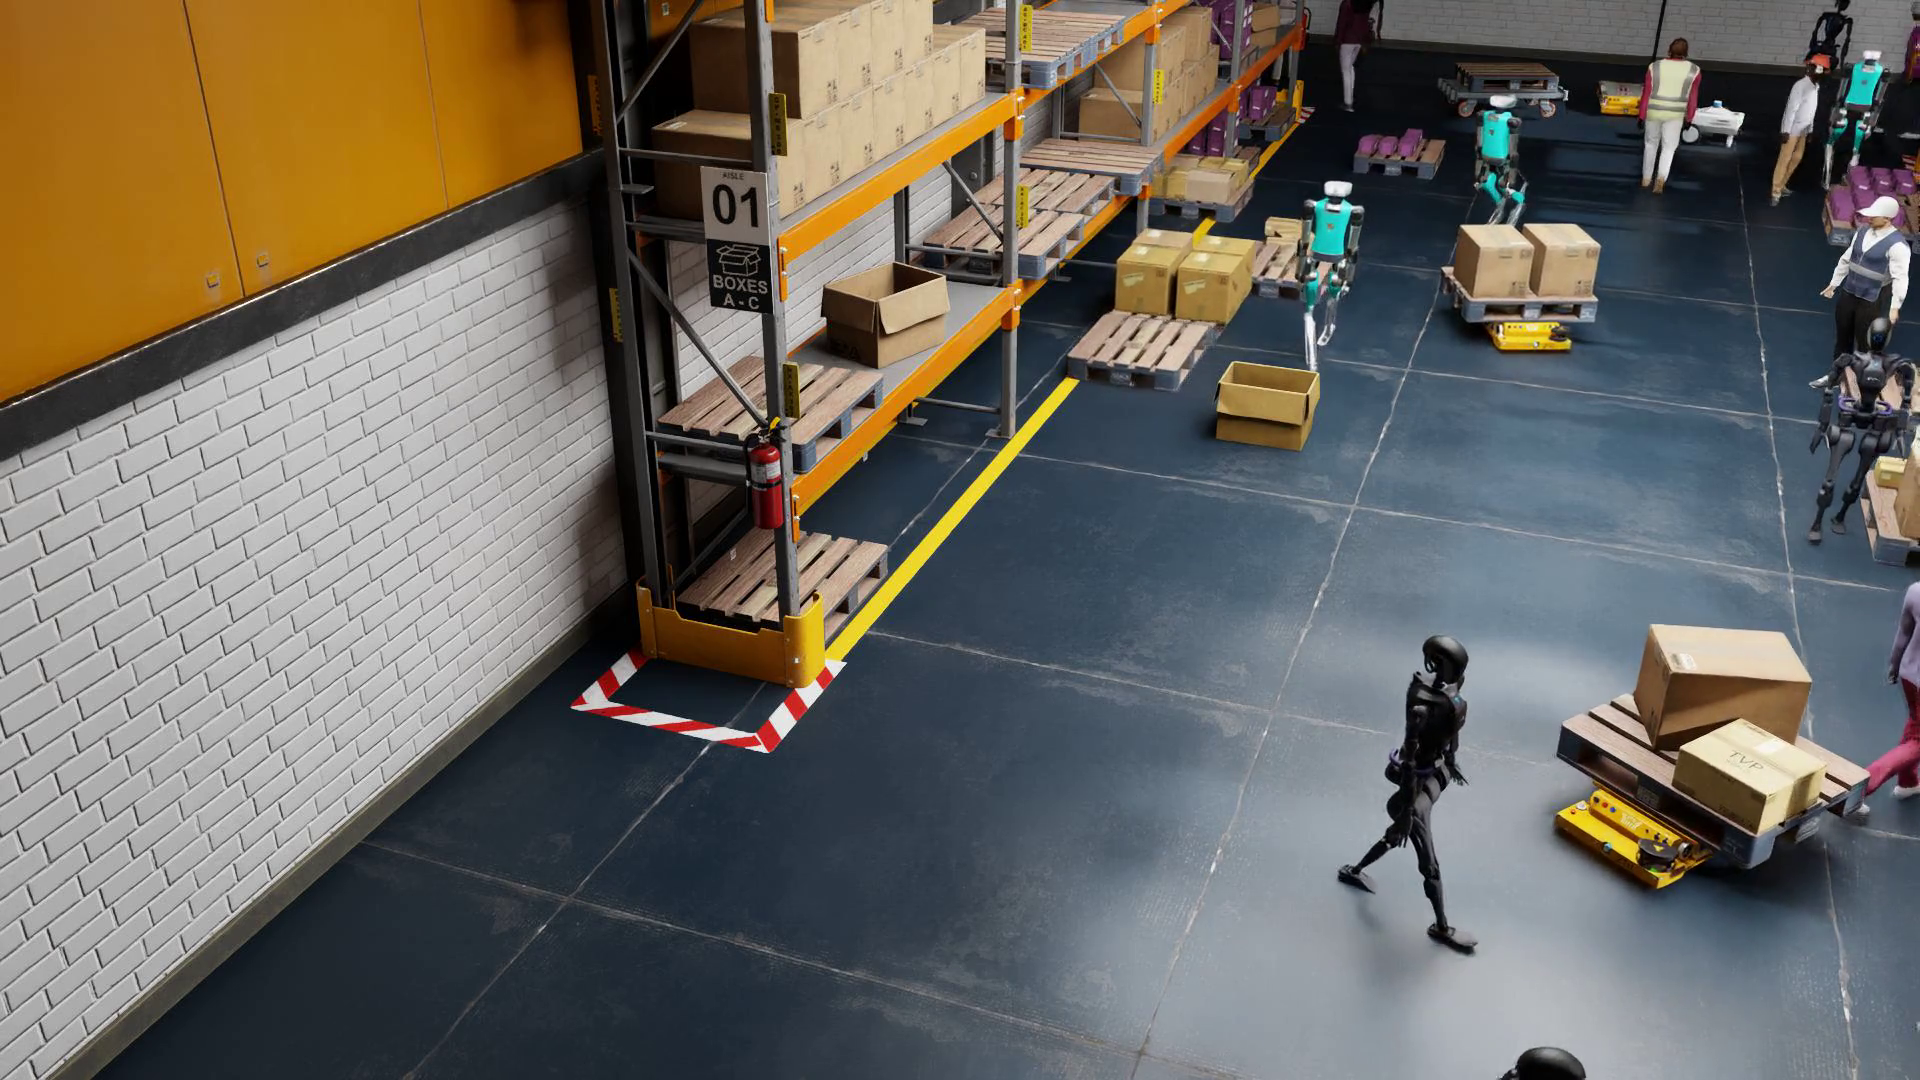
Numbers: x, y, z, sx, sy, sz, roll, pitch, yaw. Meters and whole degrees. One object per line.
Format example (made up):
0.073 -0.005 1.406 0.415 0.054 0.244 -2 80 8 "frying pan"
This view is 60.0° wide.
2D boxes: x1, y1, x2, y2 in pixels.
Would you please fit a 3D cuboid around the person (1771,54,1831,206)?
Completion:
9.821 -4.807 19.509 0.649 1.705 0.320 -22 34 -36 "person"

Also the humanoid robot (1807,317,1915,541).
6.356 -0.756 11.697 0.609 1.643 0.573 11 29 21 "humanoid robot"

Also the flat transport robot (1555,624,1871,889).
3.975 1.411 9.013 1.431 0.231 0.659 -16 31 -28 "flat transport robot"

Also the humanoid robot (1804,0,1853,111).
12.218 -6.879 23.577 0.595 1.639 0.612 -16 31 -29 "humanoid robot"

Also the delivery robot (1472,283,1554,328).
5.281 -2.221 15.768 0.785 0.614 0.508 -15 31 -27 "delivery robot"

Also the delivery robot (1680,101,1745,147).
10.055 -5.567 22.229 0.745 0.586 0.524 14 31 26 "delivery robot"

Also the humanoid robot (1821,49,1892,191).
10.659 -5.019 19.868 0.534 1.750 0.809 12 29 21 "humanoid robot"

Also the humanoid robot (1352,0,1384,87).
6.079 -7.680 25.128 0.612 1.650 0.377 1 27 1 "humanoid robot"

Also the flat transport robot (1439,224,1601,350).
5.294 -2.148 15.917 0.659 0.231 1.431 0 27 0 "flat transport robot"

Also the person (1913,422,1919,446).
7.710 -1.336 12.721 0.560 1.752 0.325 6 28 12 "person"

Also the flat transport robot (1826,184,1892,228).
10.381 -3.799 19.120 0.659 0.231 1.431 10 29 19 "flat transport robot"

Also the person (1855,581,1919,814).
5.096 0.758 8.803 0.686 1.607 0.504 -6 28 -12 "person"

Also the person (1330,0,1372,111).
5.557 -7.132 23.764 0.508 1.933 0.542 -13 30 -23 "person"

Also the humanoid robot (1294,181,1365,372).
3.304 -2.445 14.906 0.558 1.756 0.995 8 28 15 "humanoid robot"

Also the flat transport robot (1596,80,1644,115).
9.666 -6.443 24.247 0.659 0.231 1.431 8 28 14 "flat transport robot"

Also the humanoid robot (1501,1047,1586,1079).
1.845 2.338 5.683 0.309 1.647 0.612 1 27 2 "humanoid robot"

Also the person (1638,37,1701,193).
8.445 -5.066 19.900 0.636 1.815 0.823 11 29 21 "person"

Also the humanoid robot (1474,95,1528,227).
5.768 -3.860 17.553 0.769 1.717 0.530 -18 32 -31 "humanoid robot"

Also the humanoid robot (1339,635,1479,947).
2.261 1.155 8.034 0.792 1.628 0.615 19 33 33 "humanoid robot"

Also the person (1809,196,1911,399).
7.675 -2.055 14.109 0.445 1.756 0.766 -9 29 -17 "person"

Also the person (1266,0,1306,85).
4.946 -7.913 25.289 0.627 1.930 0.373 -8 28 -15 "person"

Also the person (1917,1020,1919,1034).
4.745 1.650 6.898 0.631 1.788 0.951 -15 31 -27 "person"

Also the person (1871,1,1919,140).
12.723 -6.319 22.326 0.532 1.801 0.869 -18 32 -31 "person"
